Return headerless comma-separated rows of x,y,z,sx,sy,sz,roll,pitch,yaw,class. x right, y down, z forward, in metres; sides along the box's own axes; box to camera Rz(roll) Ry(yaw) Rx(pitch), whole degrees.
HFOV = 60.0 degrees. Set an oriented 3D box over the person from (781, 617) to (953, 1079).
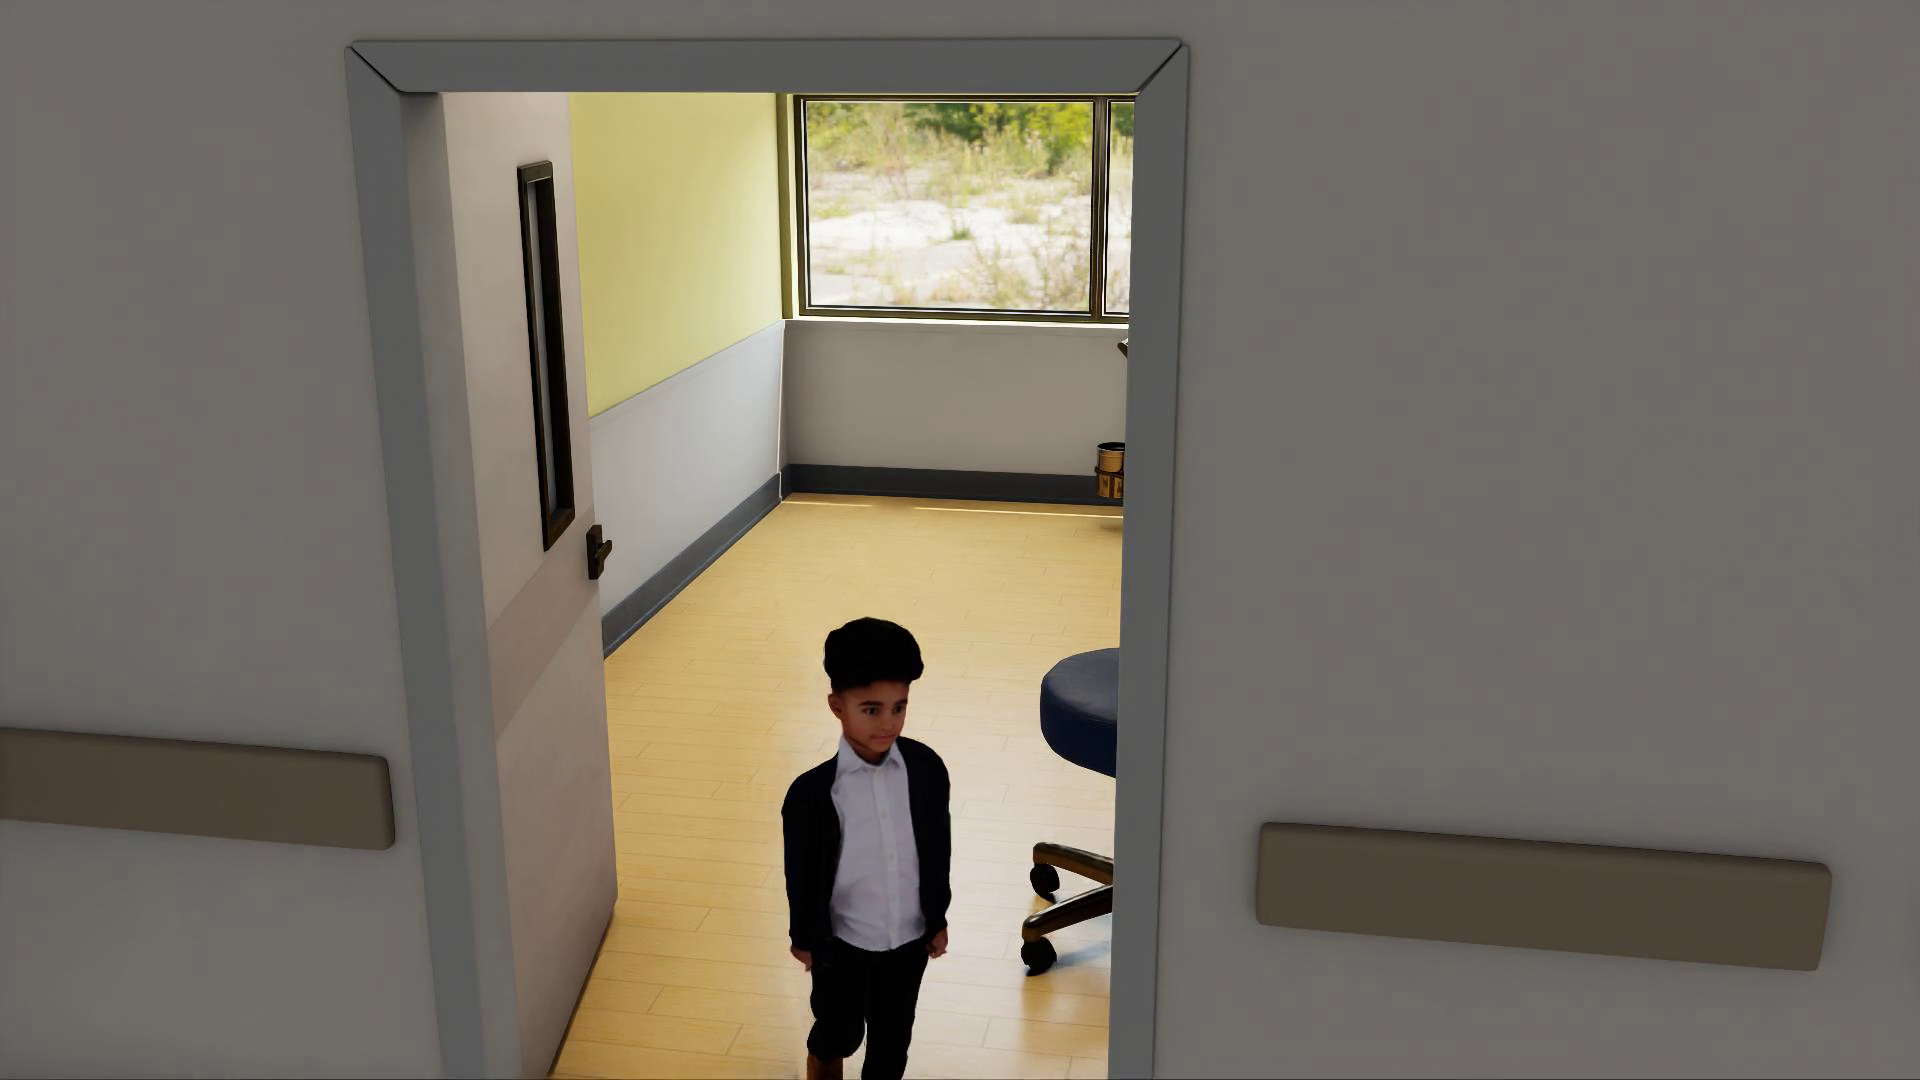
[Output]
-0.204,0.736,3.457,0.685,1.215,0.720,-6,17,-19,person
